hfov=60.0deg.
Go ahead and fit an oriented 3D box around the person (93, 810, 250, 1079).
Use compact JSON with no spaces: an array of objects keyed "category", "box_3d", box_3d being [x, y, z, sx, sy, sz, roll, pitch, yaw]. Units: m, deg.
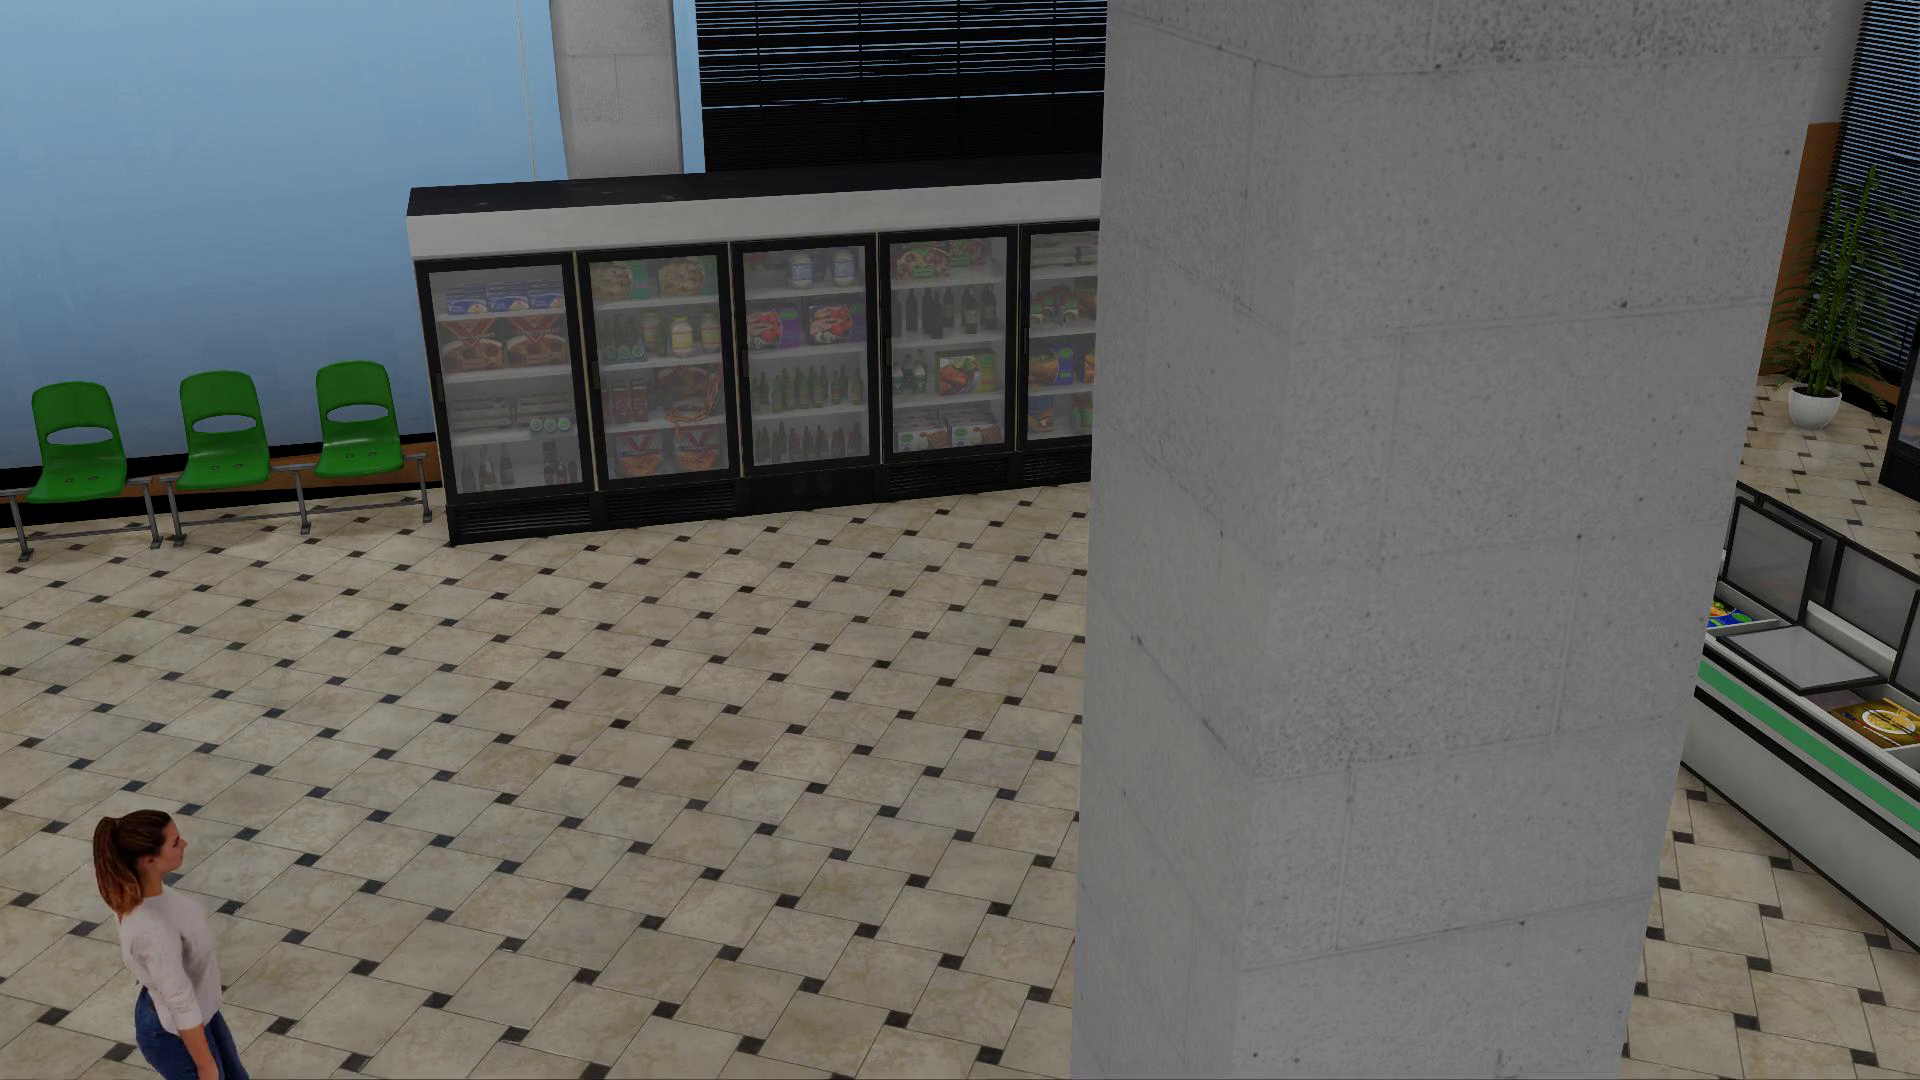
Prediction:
[{"category":"person","box_3d":[-2.697,1.698,5.597,0.797,1.704,0.972,-12,26,-25]}]
